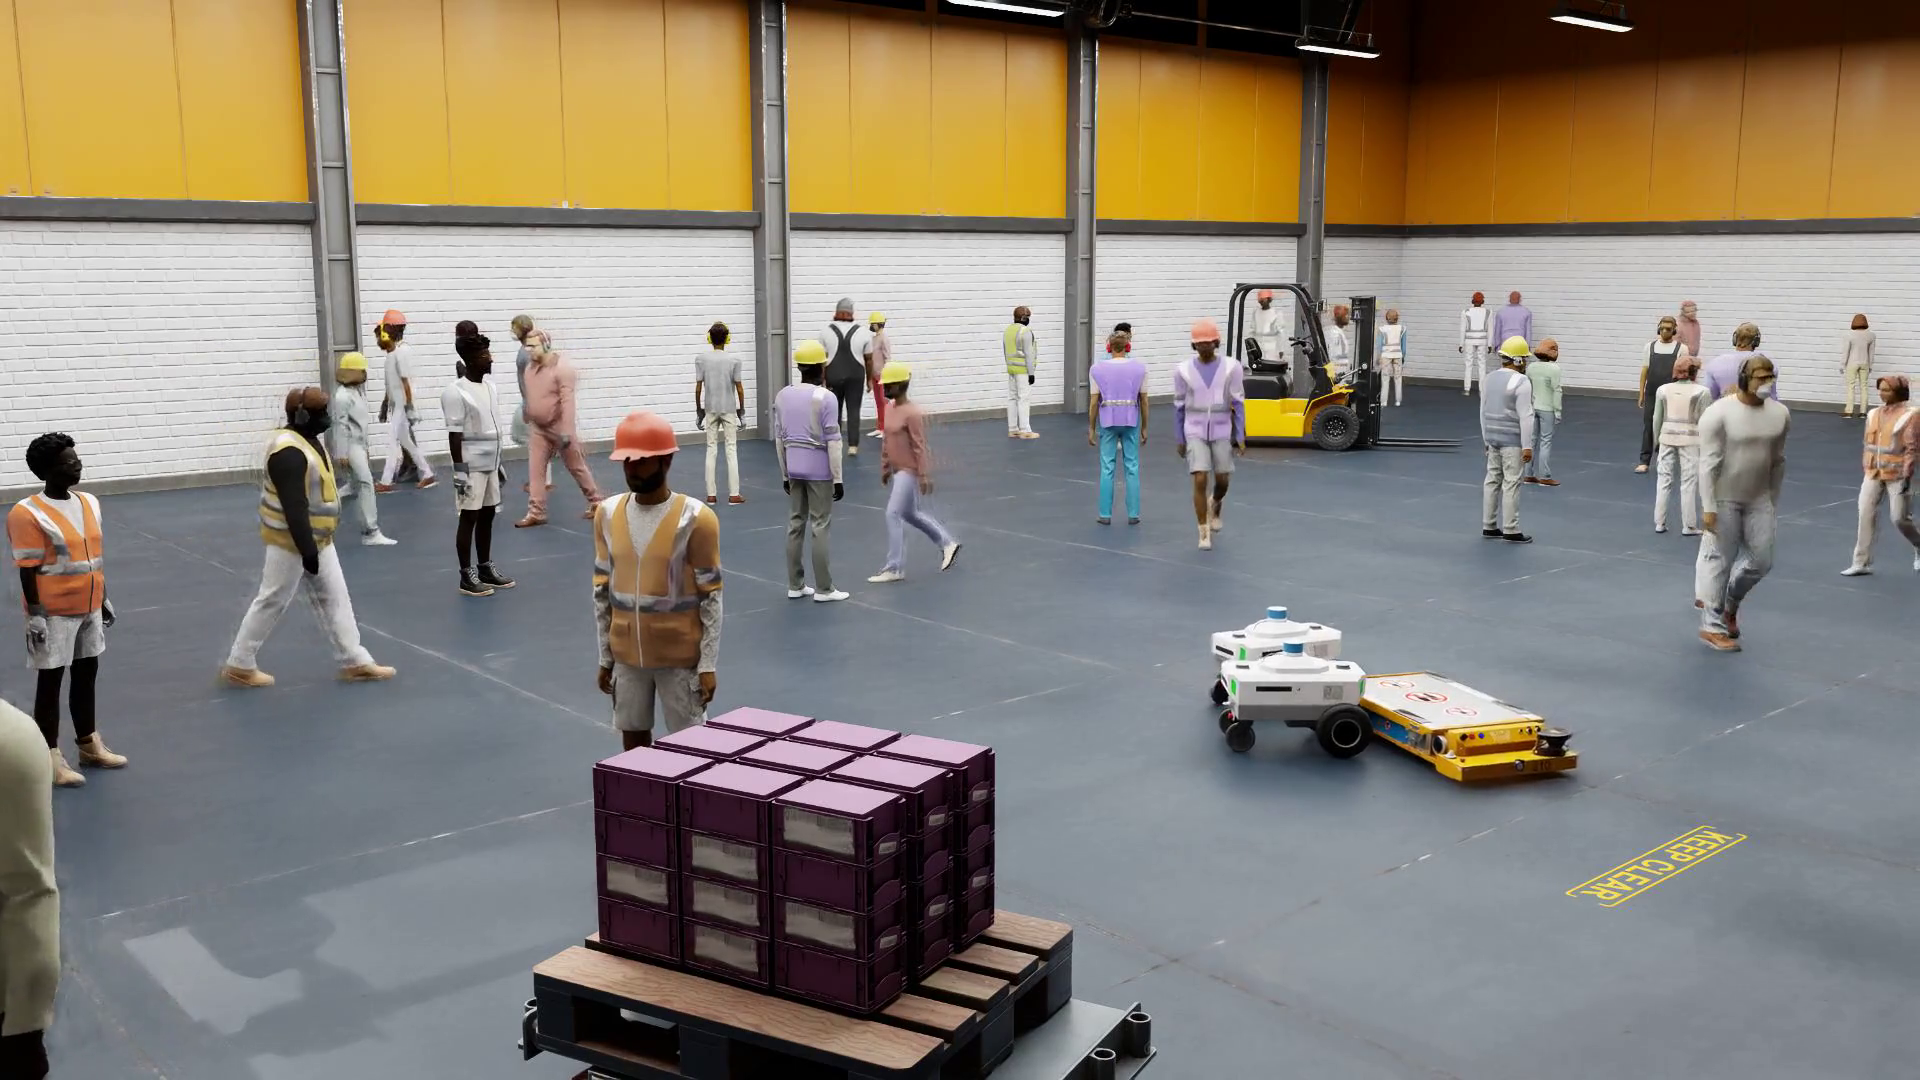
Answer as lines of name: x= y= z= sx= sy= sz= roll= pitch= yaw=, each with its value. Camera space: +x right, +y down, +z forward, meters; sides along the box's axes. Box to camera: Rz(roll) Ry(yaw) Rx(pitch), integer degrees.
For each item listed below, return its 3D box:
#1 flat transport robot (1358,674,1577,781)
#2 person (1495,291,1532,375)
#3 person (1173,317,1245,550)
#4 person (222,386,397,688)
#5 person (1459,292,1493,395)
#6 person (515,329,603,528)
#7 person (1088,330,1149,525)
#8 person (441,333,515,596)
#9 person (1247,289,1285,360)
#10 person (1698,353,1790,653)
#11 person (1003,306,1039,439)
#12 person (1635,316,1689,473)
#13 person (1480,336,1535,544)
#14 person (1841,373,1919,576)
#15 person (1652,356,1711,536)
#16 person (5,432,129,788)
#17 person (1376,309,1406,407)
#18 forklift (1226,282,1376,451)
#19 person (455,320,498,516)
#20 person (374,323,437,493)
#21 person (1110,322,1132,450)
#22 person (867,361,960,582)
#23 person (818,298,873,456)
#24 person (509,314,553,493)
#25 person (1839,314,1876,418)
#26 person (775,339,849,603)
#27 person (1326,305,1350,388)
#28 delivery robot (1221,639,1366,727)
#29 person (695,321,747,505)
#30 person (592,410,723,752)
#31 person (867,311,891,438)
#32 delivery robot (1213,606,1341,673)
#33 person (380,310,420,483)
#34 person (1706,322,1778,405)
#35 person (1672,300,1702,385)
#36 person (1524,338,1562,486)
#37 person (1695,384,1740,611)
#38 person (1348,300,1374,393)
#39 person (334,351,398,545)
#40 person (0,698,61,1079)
flat transport robot: x=2.481 y=0.931 z=8.661 sx=0.652 sy=0.197 sz=1.431 roll=-3 pitch=10 yaw=-17
person: x=10.089 y=-3.587 z=30.337 sx=0.651 sy=1.904 sz=0.403 roll=4 pitch=10 yaw=20
person: x=2.164 y=-0.938 z=14.508 sx=0.632 sy=2.015 sz=0.674 roll=1 pitch=10 yaw=6
person: x=-3.902 y=-0.008 z=9.744 sx=0.970 sy=1.793 sz=0.634 roll=-1 pitch=10 yaw=-5
person: x=9.393 y=-3.568 z=30.289 sx=0.587 sy=1.882 sz=0.341 roll=2 pitch=10 yaw=9
person: x=-3.818 y=-1.074 z=15.801 sx=0.661 sy=1.862 sz=0.974 roll=6 pitch=11 yaw=32
person: x=1.492 y=-1.048 z=15.667 sx=0.562 sy=1.838 sz=0.390 roll=0 pitch=10 yaw=0
person: x=-3.624 y=-0.573 z=12.511 sx=0.361 sy=1.965 sz=0.612 roll=3 pitch=10 yaw=15
person: x=5.194 y=-3.273 z=28.166 sx=0.618 sy=2.030 sz=0.578 roll=7 pitch=12 yaw=34
person: x=4.994 y=-0.239 z=10.670 sx=0.629 sy=1.926 sz=0.447 roll=-1 pitch=10 yaw=-8
person: x=0.861 y=-2.335 z=23.196 sx=0.429 sy=1.843 sz=0.627 roll=-6 pitch=11 yaw=-31
person: x=8.154 y=-1.676 z=19.324 sx=0.507 sy=1.847 sz=0.346 roll=6 pitch=12 yaw=33
person: x=4.870 y=-0.887 z=14.737 sx=0.404 sy=1.831 sz=0.600 roll=-4 pitch=10 yaw=-22
person: x=7.383 y=-0.513 z=13.159 sx=0.687 sy=1.618 sz=0.516 roll=-4 pitch=10 yaw=-21
person: x=6.553 y=-0.856 z=15.134 sx=0.315 sy=1.636 sz=0.514 roll=-9 pitch=13 yaw=-43
person: x=-4.309 y=0.328 z=8.028 sx=0.318 sy=1.696 sz=0.535 roll=2 pitch=10 yaw=12
person: x=7.249 y=-3.051 z=27.973 sx=0.512 sy=1.642 sz=0.312 roll=-1 pitch=10 yaw=-4
forklift: x=4.328 y=-2.346 z=22.227 sx=2.313 sy=2.155 sz=1.214 roll=3 pitch=10 yaw=16
person: x=-4.713 y=-1.181 z=16.221 sx=0.376 sy=1.915 sz=0.597 roll=1 pitch=10 yaw=7
person: x=-6.050 y=-1.419 z=17.946 sx=0.828 sy=1.825 sz=0.567 roll=-6 pitch=11 yaw=-30
person: x=2.106 y=-1.998 z=21.679 sx=0.377 sy=1.680 sz=0.546 roll=-1 pitch=10 yaw=-5
person: x=-0.360 y=-0.550 z=13.091 sx=0.805 sy=1.728 sz=0.536 roll=-5 pitch=11 yaw=-25
person: x=-1.466 y=-2.099 z=21.228 sx=0.696 sy=2.000 sz=0.842 roll=-1 pitch=10 yaw=-6
person: x=-4.585 y=-1.442 z=17.726 sx=0.468 sy=1.920 sz=0.660 roll=-3 pitch=10 yaw=-15
person: x=14.059 y=-2.723 z=26.074 sx=0.501 sy=1.631 sz=0.285 roll=0 pitch=10 yaw=2
person: x=-1.090 y=-0.502 z=12.200 sx=0.587 sy=1.930 sz=0.362 roll=7 pitch=12 yaw=35
person: x=5.208 y=-2.380 z=23.415 sx=0.815 sy=1.861 sz=0.579 roll=3 pitch=10 yaw=16
delivery robot: x=1.712 y=0.756 z=8.584 sx=0.707 sy=0.478 sz=0.477 roll=0 pitch=10 yaw=1
person: x=-2.443 y=-1.291 z=16.984 sx=0.532 sy=1.874 sz=0.316 roll=1 pitch=10 yaw=4
person: x=-1.211 y=0.449 z=6.611 sx=0.547 sy=1.938 sz=0.377 roll=3 pitch=10 yaw=17
person: x=-1.136 y=-2.303 z=23.227 sx=0.327 sy=1.767 sz=0.533 roll=-4 pitch=11 yaw=-23
delivery robot: x=1.786 y=0.619 z=9.384 sx=0.707 sy=0.478 sz=0.477 roll=-4 pitch=11 yaw=-24
person: x=-6.288 y=-1.607 z=18.651 sx=0.358 sy=1.937 sz=0.548 roll=-6 pitch=11 yaw=-30
person: x=7.117 y=-1.012 z=15.180 sx=0.628 sy=1.935 sz=0.373 roll=9 pitch=13 yaw=43
person: x=11.037 y=-2.720 z=25.387 sx=0.684 sy=1.863 sz=0.493 roll=-5 pitch=11 yaw=-29
person: x=6.461 y=-1.414 z=18.414 sx=0.289 sy=1.632 sz=0.497 roll=-5 pitch=11 yaw=-25
person: x=5.477 y=-0.302 z=11.901 sx=0.286 sy=1.631 sz=0.502 roll=8 pitch=12 yaw=38
person: x=6.005 y=-2.683 z=25.001 sx=0.568 sy=1.912 sz=0.642 roll=0 pitch=10 yaw=2
person: x=-5.377 y=-0.796 z=14.567 sx=0.741 sy=1.717 sz=0.489 roll=-1 pitch=10 yaw=-3
person: x=-2.174 y=0.964 z=3.460 sx=0.644 sy=1.980 sz=0.518 roll=2 pitch=10 yaw=14
